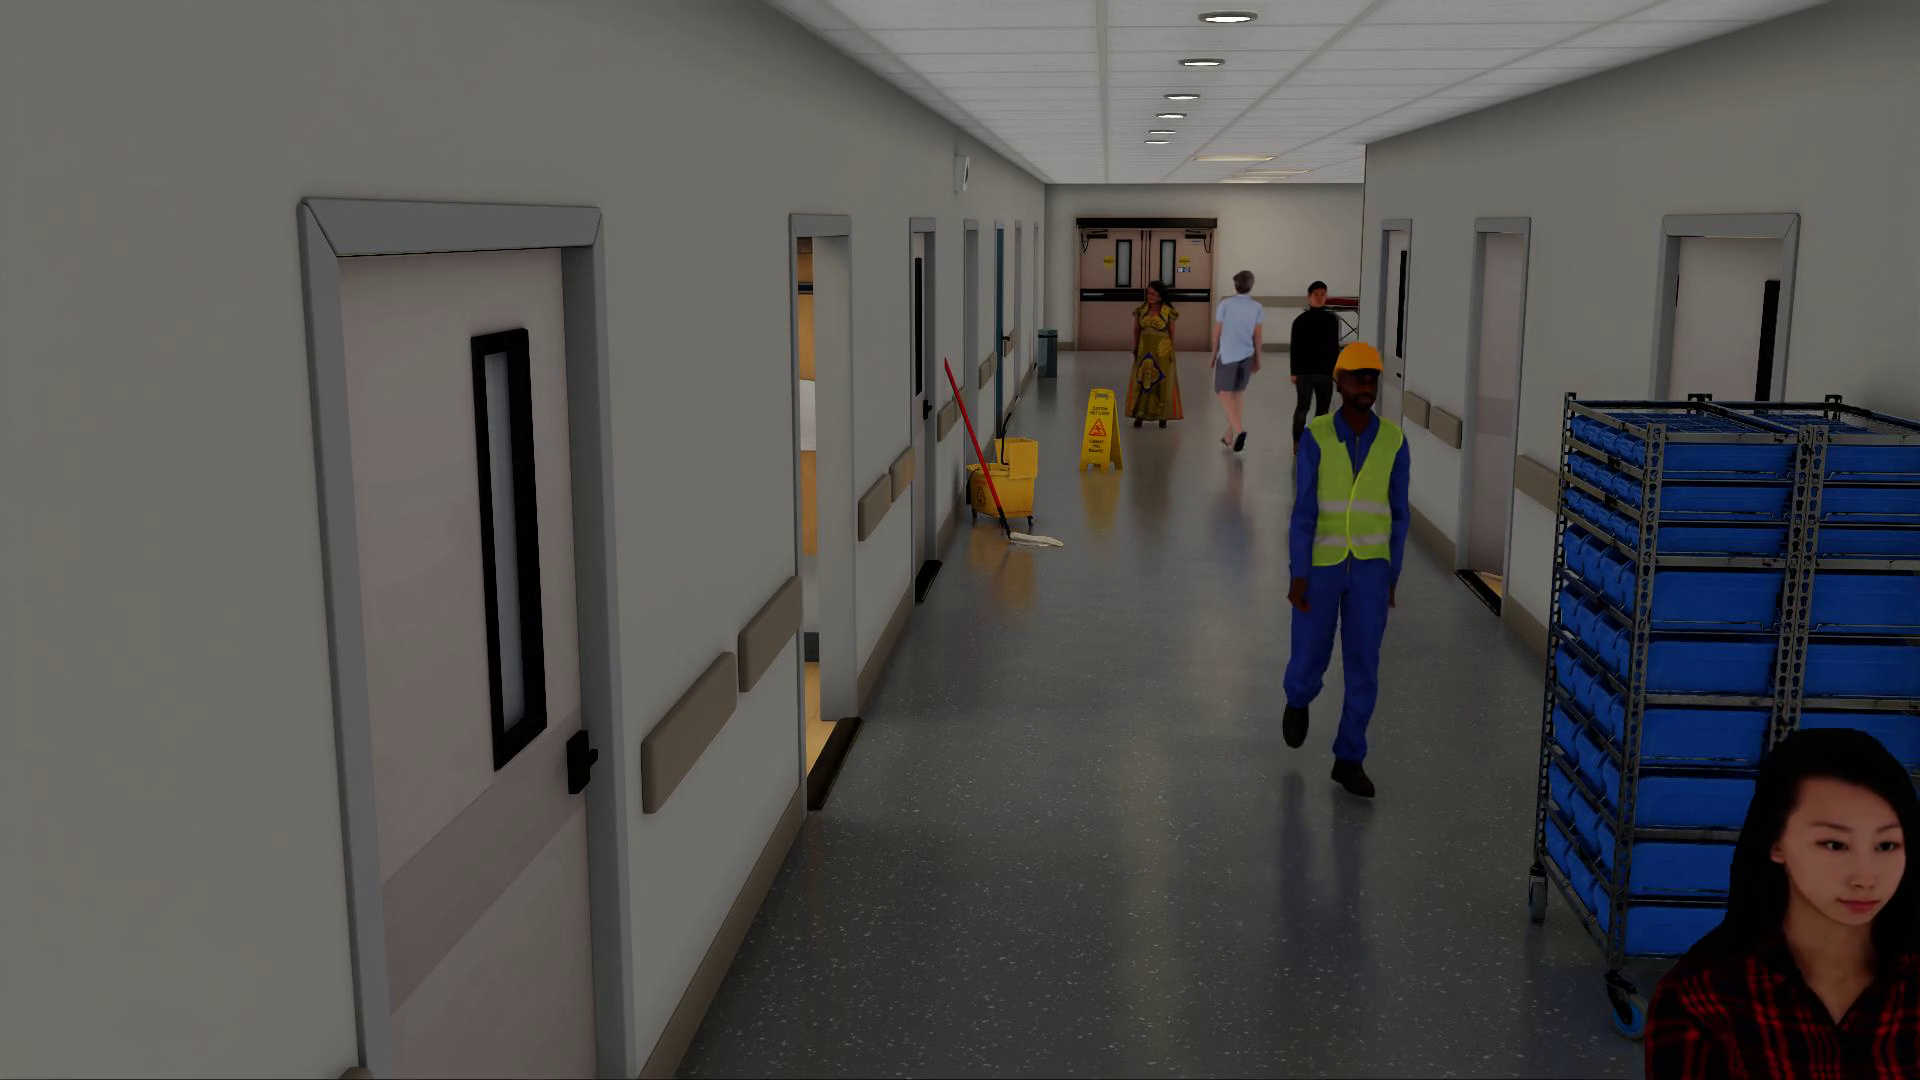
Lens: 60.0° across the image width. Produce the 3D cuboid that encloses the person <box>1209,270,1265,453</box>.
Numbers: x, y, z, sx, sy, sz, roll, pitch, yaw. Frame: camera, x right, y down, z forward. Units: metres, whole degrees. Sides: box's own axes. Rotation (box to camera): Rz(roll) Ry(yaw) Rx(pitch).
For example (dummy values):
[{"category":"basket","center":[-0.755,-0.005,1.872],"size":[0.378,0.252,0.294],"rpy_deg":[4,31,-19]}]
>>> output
[{"category":"person","center":[2.776,-1.766,16.654],"size":[0.840,1.792,1.226],"rpy_deg":[-2,11,-10]}]

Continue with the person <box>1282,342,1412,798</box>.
[{"category":"person","center":[1.537,0.104,6.796],"size":[0.713,1.793,1.001],"rpy_deg":[0,11,-2]}]

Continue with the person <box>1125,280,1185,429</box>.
[{"category":"person","center":[2.201,-2.112,18.836],"size":[0.903,1.657,0.836],"rpy_deg":[3,11,15]}]

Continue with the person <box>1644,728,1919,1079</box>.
[{"category":"person","center":[1.089,1.032,2.307],"size":[0.591,1.642,0.603],"rpy_deg":[1,11,3]}]

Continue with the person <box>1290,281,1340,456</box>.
[{"category":"person","center":[3.541,-1.711,16.558],"size":[0.710,1.718,0.648],"rpy_deg":[-2,11,-10]}]
